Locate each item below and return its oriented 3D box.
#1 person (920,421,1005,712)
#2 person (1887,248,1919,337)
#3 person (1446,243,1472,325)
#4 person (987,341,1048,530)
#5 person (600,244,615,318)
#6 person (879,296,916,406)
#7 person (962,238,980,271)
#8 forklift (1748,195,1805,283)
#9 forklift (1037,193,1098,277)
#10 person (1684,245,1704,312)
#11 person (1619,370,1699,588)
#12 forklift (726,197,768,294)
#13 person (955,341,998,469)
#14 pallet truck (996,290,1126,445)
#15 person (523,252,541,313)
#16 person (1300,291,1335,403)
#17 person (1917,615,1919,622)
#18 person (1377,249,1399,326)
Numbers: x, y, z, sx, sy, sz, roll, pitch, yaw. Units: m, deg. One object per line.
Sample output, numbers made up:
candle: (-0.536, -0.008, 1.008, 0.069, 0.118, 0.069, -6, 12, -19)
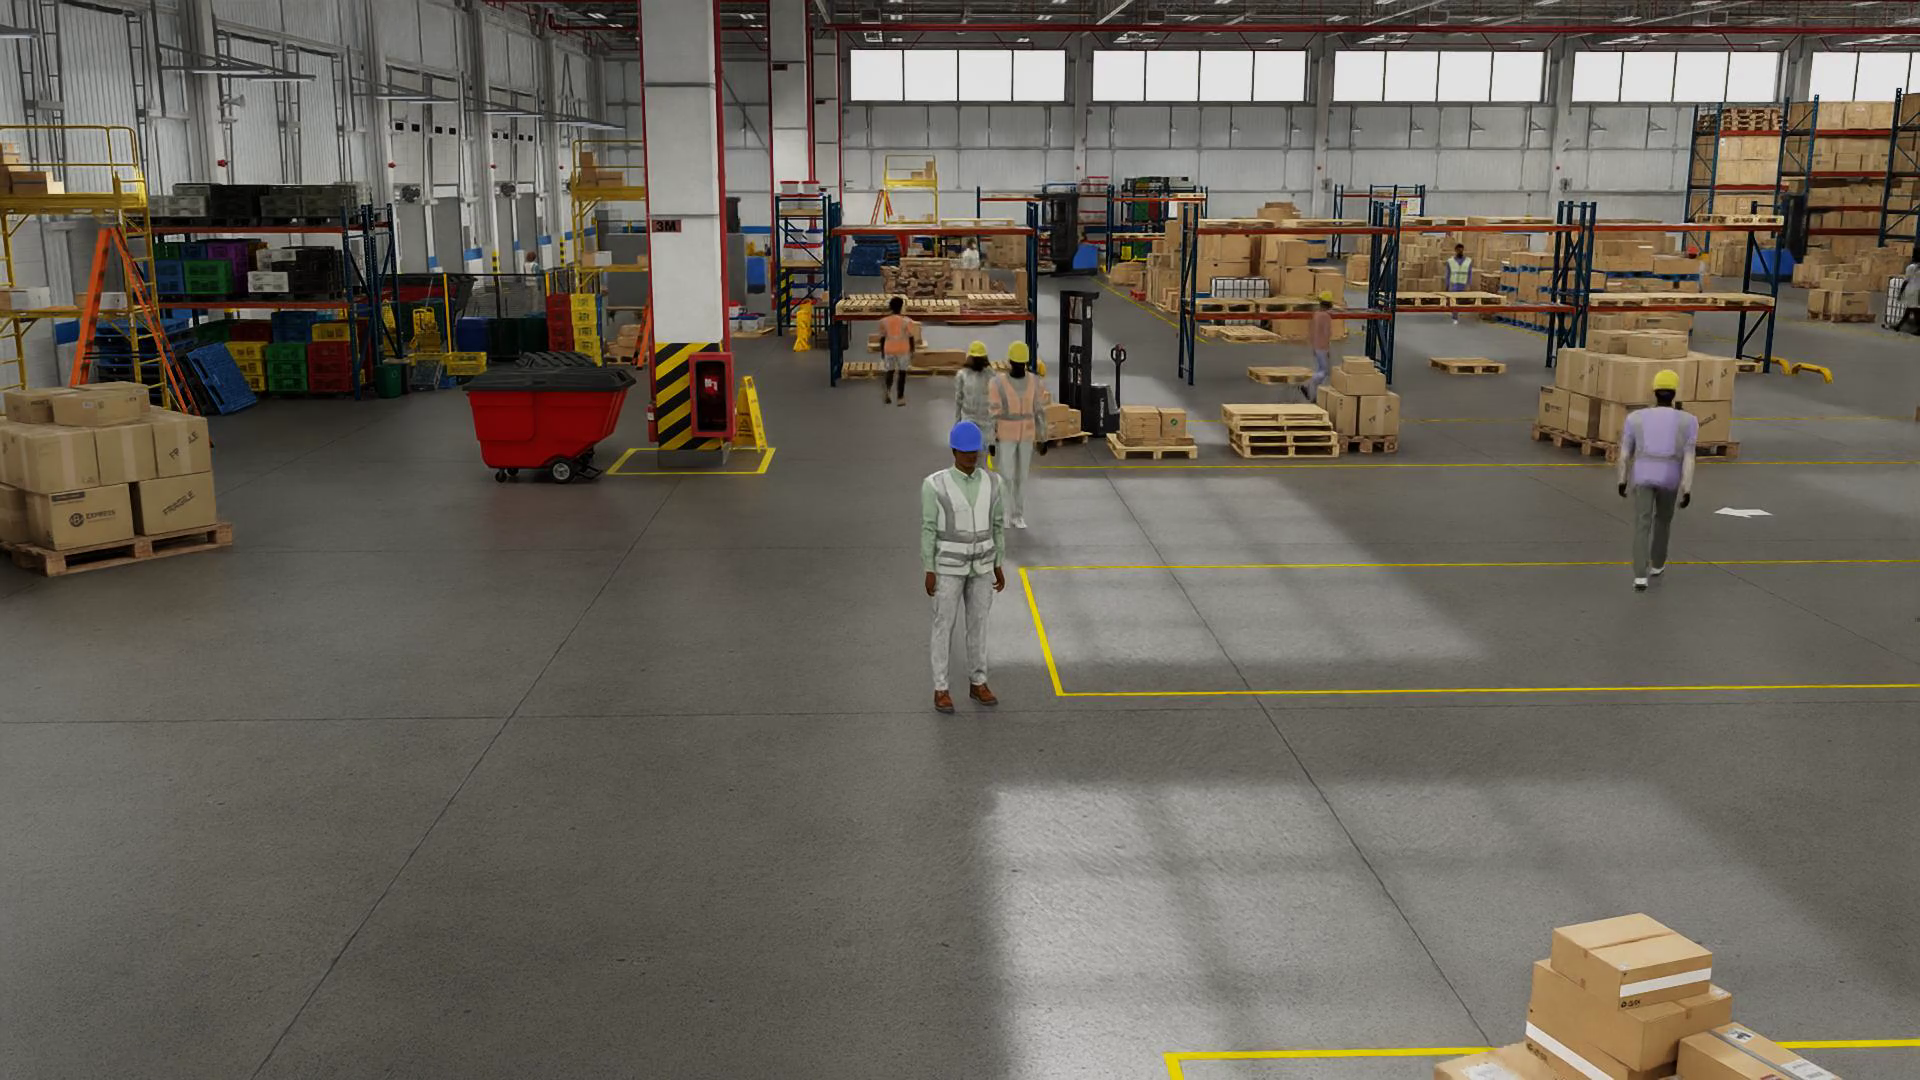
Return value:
person: (0.024, 0.169, 11.082, 0.605, 1.948, 0.384, -6, 14, -24)
person: (20.806, -5.419, 36.378, 0.621, 1.915, 0.998, -6, 14, -24)
person: (11.761, -6.052, 39.280, 0.589, 1.905, 0.686, 1, 13, 4)
person: (0.576, -1.037, 16.641, 0.585, 1.906, 0.479, -4, 13, -17)
person: (-8.678, -6.497, 41.326, 0.564, 1.900, 0.993, 0, 12, 1)
person: (-0.956, -2.884, 25.449, 0.546, 1.691, 0.355, 3, 13, 14)
person: (0.235, -6.739, 42.364, 0.821, 1.914, 0.633, 6, 14, 24)
forklift: (26.571, -9.674, 53.400, 1.873, 2.768, 1.129, 0, 12, -2)
forklift: (3.687, -10.384, 56.603, 1.873, 2.768, 1.129, -7, 14, -28)
person: (16.607, -5.738, 37.816, 0.564, 1.918, 0.483, 0, 12, 1)
person: (6.039, -0.534, 14.426, 0.604, 1.874, 1.017, 6, 14, 26)
forklift: (-6.619, -8.602, 48.560, 1.873, 2.768, 1.129, 0, 12, -2)
person: (0.201, -1.317, 18.292, 0.490, 1.723, 0.598, -1, 13, -5)
pallet truck: (1.257, -2.299, 22.111, 1.885, 1.965, 0.823, -9, 15, -35)
person: (-10.441, -6.208, 40.602, 0.520, 1.632, 0.311, 8, 15, 33)
person: (5.547, -2.966, 25.676, 0.455, 1.752, 0.542, -2, 13, -7)
person: (7.679, -0.103, 12.610, 0.660, 1.811, 0.833, -10, 16, -37)
person: (9.921, -5.888, 38.663, 0.514, 1.845, 0.339, 3, 13, 15)
